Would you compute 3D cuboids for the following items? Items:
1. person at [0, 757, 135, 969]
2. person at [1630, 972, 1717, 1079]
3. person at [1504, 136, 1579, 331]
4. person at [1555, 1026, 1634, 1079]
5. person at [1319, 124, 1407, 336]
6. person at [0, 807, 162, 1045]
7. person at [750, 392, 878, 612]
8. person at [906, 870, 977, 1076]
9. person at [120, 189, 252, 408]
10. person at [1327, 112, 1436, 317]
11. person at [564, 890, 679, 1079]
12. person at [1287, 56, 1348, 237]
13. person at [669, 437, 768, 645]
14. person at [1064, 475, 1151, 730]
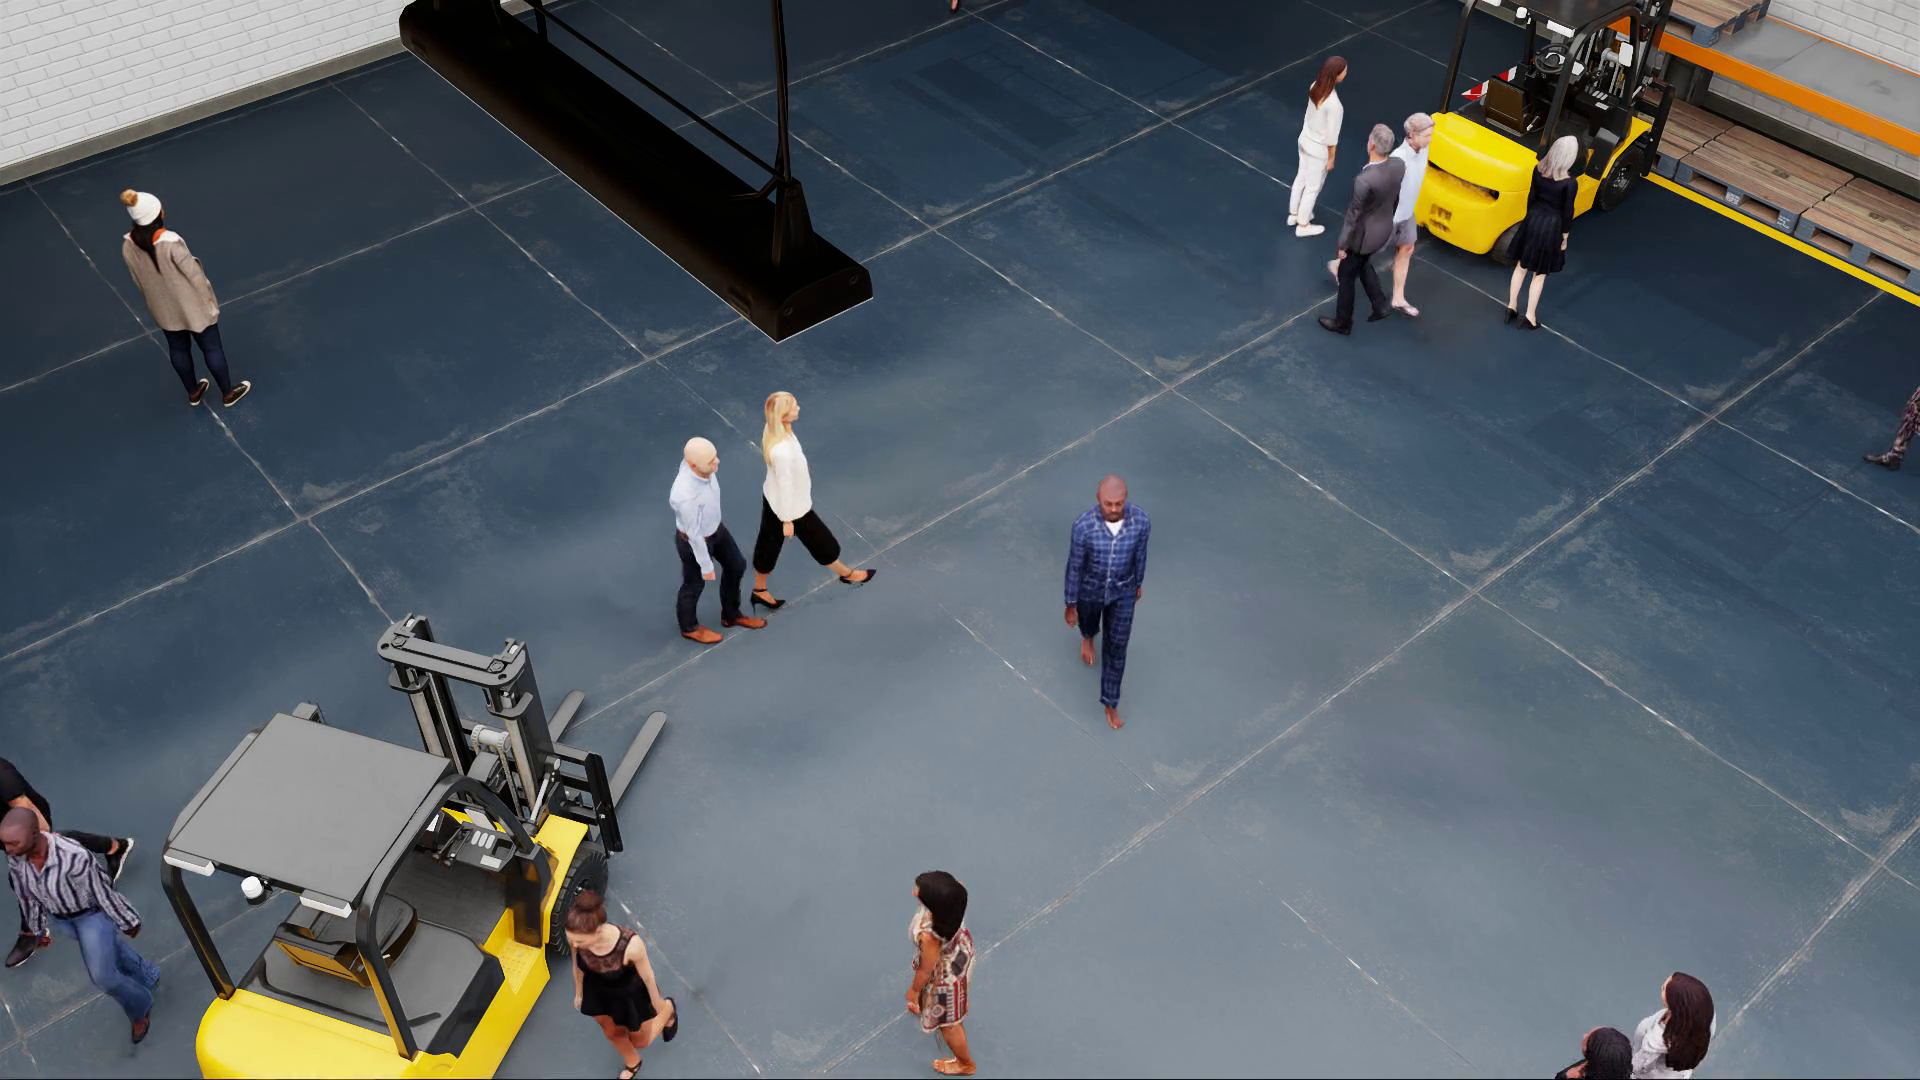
[{"bbox_3d":[-5.143,1.479,9.179,1.196,1.825,1.014,23,48,23],"label":"person"},{"bbox_3d":[3.434,2.682,8.070,0.771,1.612,0.922,-21,47,-21],"label":"person"},{"bbox_3d":[4.696,-2.470,13.381,0.660,1.747,0.509,-27,50,-26],"label":"person"},{"bbox_3d":[2.932,2.851,7.820,0.667,1.712,0.645,-23,48,-22],"label":"person"},{"bbox_3d":[3.313,-2.433,13.292,0.746,1.815,0.794,34,53,30],"label":"person"},{"bbox_3d":[-4.552,1.912,8.758,0.798,1.779,0.875,8,44,9],"label":"person"},{"bbox_3d":[-1.221,-0.200,10.949,0.984,1.814,1.150,-13,45,-14],"label":"person"},{"bbox_3d":[-0.076,2.201,8.555,0.890,1.640,0.840,20,47,19],"label":"person"},{"bbox_3d":[-5.932,-1.824,12.586,0.820,1.907,0.883,4,44,5],"label":"person"},{"bbox_3d":[3.463,-2.715,13.596,0.719,1.804,1.123,-34,53,-31],"label":"person"},{"bbox_3d":[-1.706,2.225,8.510,0.816,1.667,0.849,15,46,15],"label":"person"},{"bbox_3d":[3.086,-3.416,14.417,0.728,1.688,0.591,-15,46,-15],"label":"person"},{"bbox_3d":[-1.755,0.004,10.770,0.971,1.766,0.902,8,44,9],"label":"person"},{"bbox_3d":[0.895,0.242,10.520,1.115,1.766,1.266,-3,44,-3],"label":"person"}]
